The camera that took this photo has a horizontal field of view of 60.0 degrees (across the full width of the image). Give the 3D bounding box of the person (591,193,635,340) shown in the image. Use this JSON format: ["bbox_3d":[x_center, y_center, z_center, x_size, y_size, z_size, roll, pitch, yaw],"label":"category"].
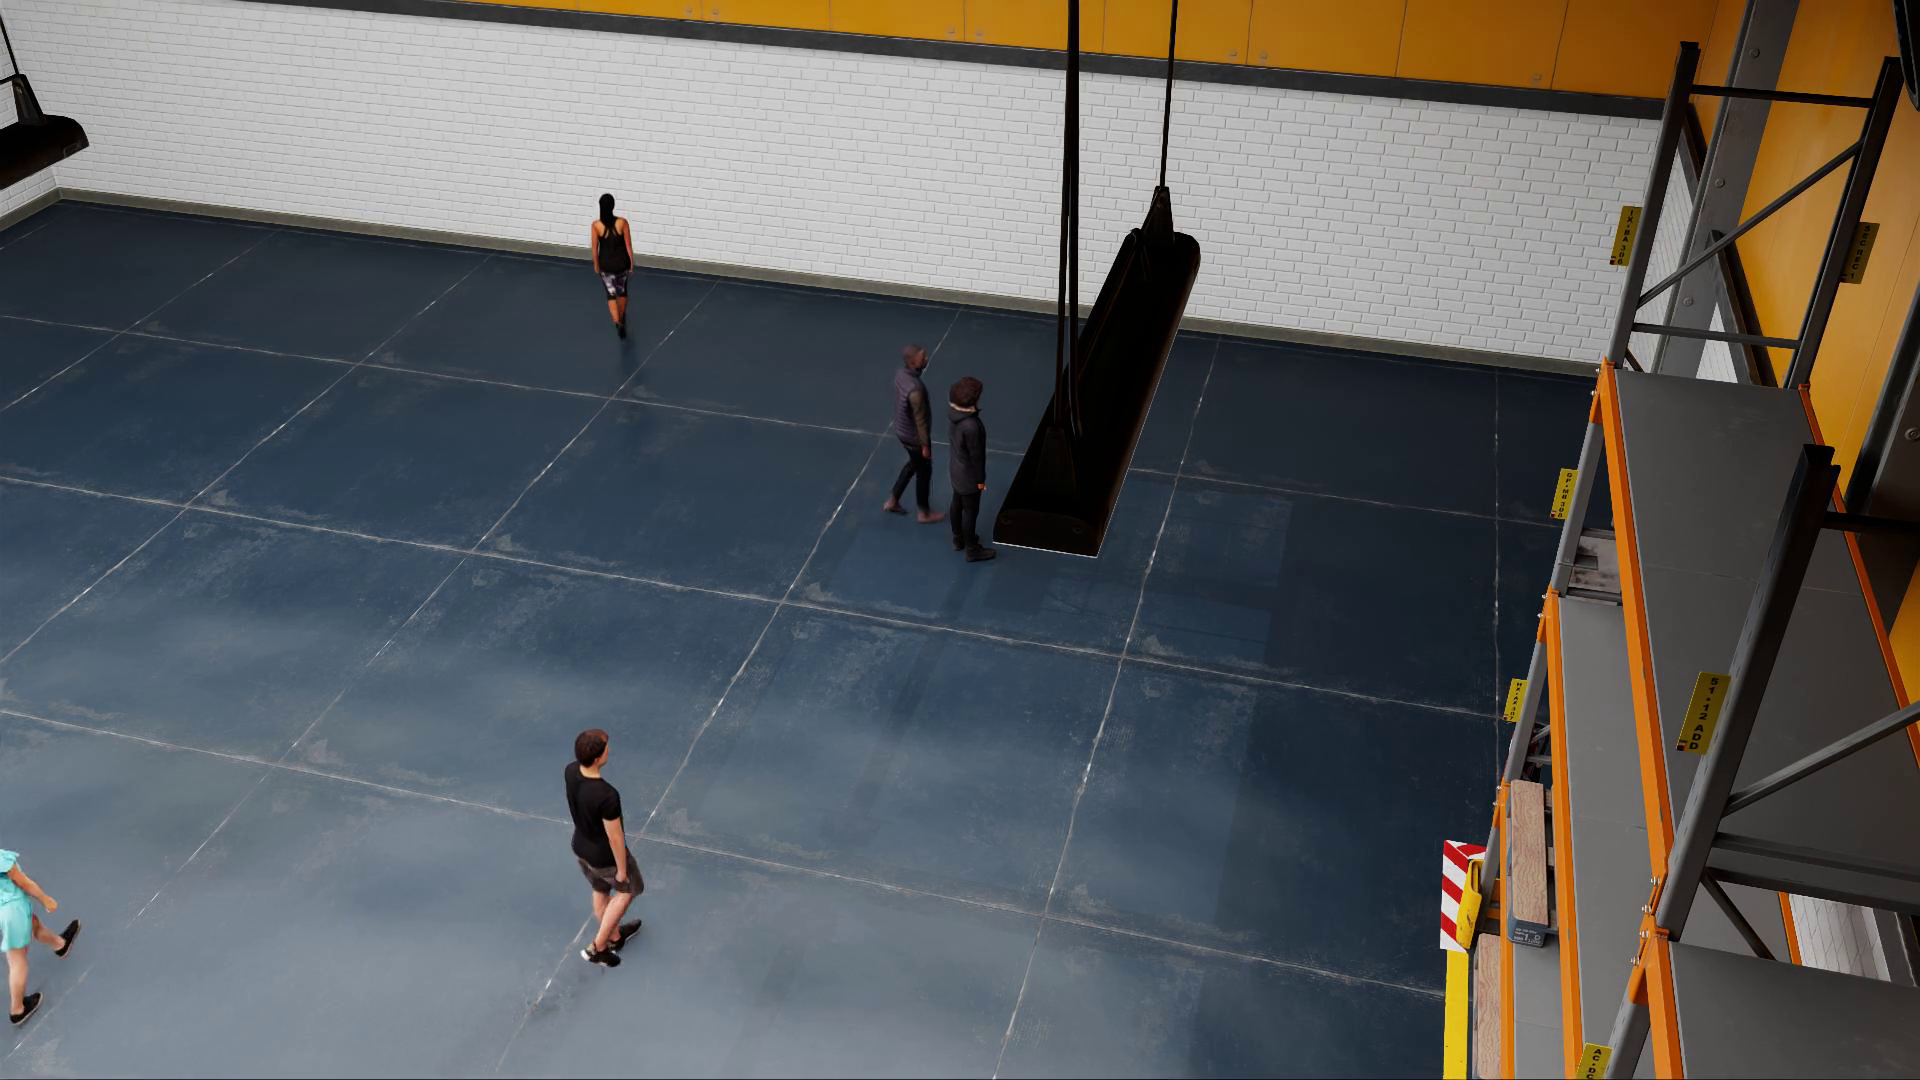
[{"bbox_3d":[-3.802,-3.008,18.300,0.918,1.636,1.108,-9,35,-13],"label":"person"}]

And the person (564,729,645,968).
[{"bbox_3d":[-2.355,1.996,10.581,0.819,1.847,0.916,25,41,32],"label":"person"}]

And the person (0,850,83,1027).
[{"bbox_3d":[-5.957,2.359,10.333,0.575,1.517,1.010,7,34,11],"label":"person"}]

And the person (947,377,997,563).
[{"bbox_3d":[0.061,-0.629,14.589,0.799,1.781,0.731,-16,37,-22],"label":"person"}]

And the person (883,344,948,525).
[{"bbox_3d":[-0.445,-0.949,15.025,0.987,1.832,0.932,-12,35,-17],"label":"person"}]
